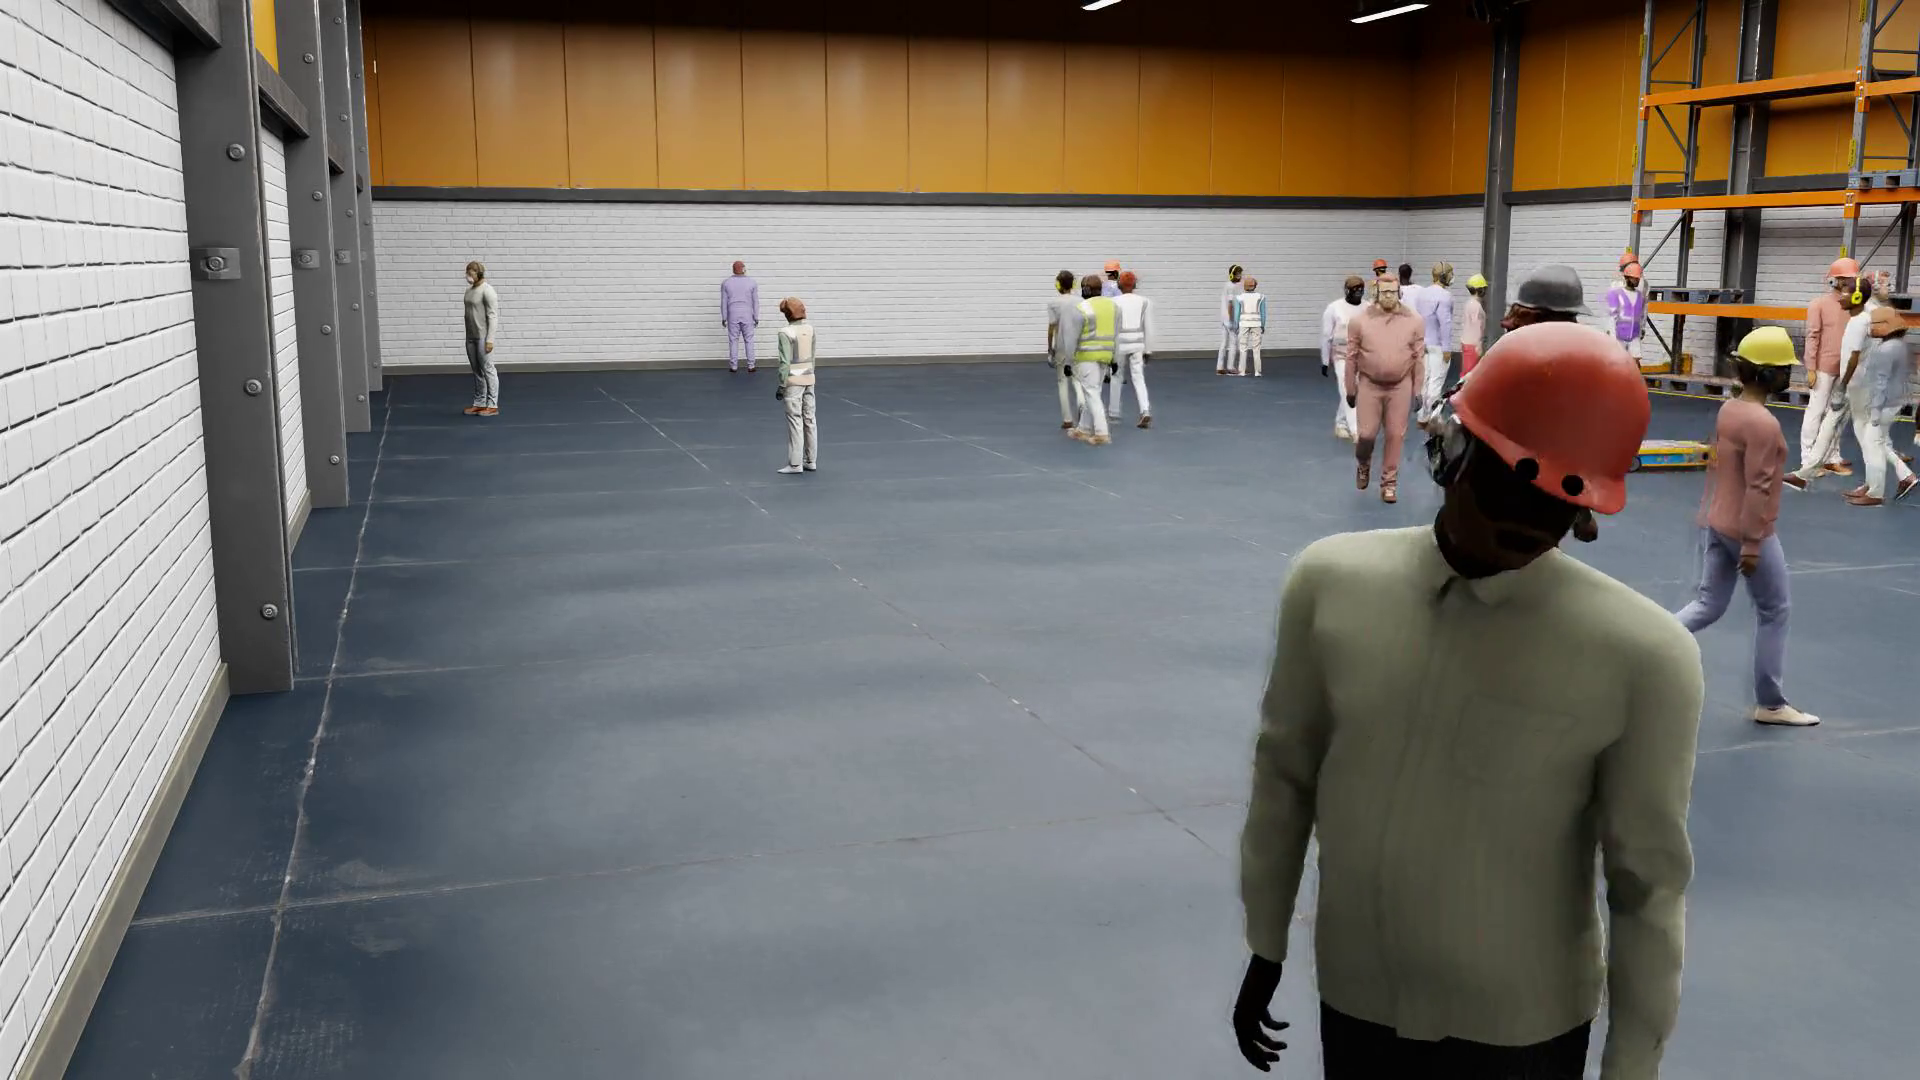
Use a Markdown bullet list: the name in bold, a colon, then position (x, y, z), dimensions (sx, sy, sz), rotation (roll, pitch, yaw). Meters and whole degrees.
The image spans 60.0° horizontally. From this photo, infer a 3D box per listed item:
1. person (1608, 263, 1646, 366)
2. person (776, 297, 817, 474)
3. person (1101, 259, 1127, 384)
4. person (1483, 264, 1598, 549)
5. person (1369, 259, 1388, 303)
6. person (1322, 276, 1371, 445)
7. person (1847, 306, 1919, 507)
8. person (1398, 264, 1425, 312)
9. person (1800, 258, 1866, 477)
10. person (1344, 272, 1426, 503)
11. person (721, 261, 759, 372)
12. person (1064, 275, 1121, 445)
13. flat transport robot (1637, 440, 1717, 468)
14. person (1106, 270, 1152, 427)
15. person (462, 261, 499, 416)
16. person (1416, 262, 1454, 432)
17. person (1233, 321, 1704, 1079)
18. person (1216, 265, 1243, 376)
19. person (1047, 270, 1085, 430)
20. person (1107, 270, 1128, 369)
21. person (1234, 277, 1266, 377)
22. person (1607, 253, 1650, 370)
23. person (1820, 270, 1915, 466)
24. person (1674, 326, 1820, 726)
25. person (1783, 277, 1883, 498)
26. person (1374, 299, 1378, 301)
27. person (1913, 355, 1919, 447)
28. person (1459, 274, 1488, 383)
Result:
- **person**: position (8.893, -2.752, 22.289), dimensions (0.544, 1.914, 0.870), rotation (-1, 10, -8)
- **person**: position (-1.511, -1.427, 15.408), dimensions (0.310, 1.639, 0.514), rotation (6, 11, 30)
- **person**: position (2.374, -3.402, 25.964), dimensions (0.349, 1.942, 0.545), rotation (-7, 12, -37)
- **person**: position (2.509, -0.201, 7.146), dimensions (1.003, 2.000, 0.693), rotation (2, 10, 10)
- **person**: position (7.631, -4.138, 30.258), dimensions (0.542, 1.931, 0.366), rotation (-4, 11, -21)
- **person**: position (4.261, -1.957, 18.046), dimensions (0.639, 1.797, 0.945), rotation (-2, 10, -13)
- **person**: position (7.454, -1.060, 13.337), dimensions (0.422, 1.615, 0.533), rotation (7, 12, 35)
- **person**: position (6.599, -3.145, 24.690), dimensions (0.589, 1.869, 1.012), rotation (1, 10, 3)
- **person**: position (8.015, -1.577, 15.243), dimensions (0.609, 1.995, 0.378), rotation (-3, 10, -17)
- **person**: position (3.507, -1.263, 13.748), dimensions (0.641, 1.885, 0.550), rotation (1, 10, 8)
- **person**: position (-3.770, -3.824, 28.522), dimensions (0.644, 1.904, 0.399), rotation (-1, 10, -6)
- **person**: position (1.385, -1.928, 17.849), dimensions (0.649, 1.811, 0.796), rotation (-8, 13, -39)
- **flat transport robot**: position (6.535, -0.816, 15.823), dimensions (1.431, 0.197, 0.652), rotation (-1, 10, -8)
- **person**: position (2.003, -2.249, 19.583), dimensions (0.589, 1.851, 0.949), rotation (-3, 10, -17)
- **person**: position (-6.037, -2.527, 20.911), dimensions (0.628, 1.940, 0.373), rotation (9, 13, 43)
- **person**: position (5.467, -2.211, 19.076), dimensions (0.355, 1.938, 0.637), rotation (-1, 10, -9)
- **person**: position (0.708, 0.668, 2.416), dimensions (0.644, 1.959, 0.379), rotation (9, 13, 41)
- **person**: position (4.509, -3.670, 27.818), dimensions (0.391, 1.845, 0.573), rotation (0, 10, 1)
- **person**: position (1.258, -2.166, 19.078), dimensions (0.545, 1.847, 0.526), rotation (-2, 10, -13)
- **person**: position (2.704, -3.898, 29.158), dimensions (0.601, 1.827, 0.403), rotation (5, 11, 28)
- **person**: position (4.779, -3.500, 27.410), dimensions (0.513, 1.638, 0.313), rotation (1, 10, 8)
- **person**: position (9.413, -3.030, 23.524), dimensions (0.614, 2.039, 0.394), rotation (-3, 10, -14)
- **person**: position (8.726, -1.619, 15.863), dimensions (0.931, 1.866, 0.657), rotation (6, 11, 30)
- **person**: position (3.304, -0.054, 7.158), dimensions (0.811, 1.735, 0.525), rotation (1, 10, 3)
- **person**: position (7.323, -1.265, 13.903), dimensions (0.913, 1.830, 0.554), rotation (4, 11, 23)
- **person**: position (5.341, -2.384, 20.991), dimensions (0.534, 1.612, 0.586), rotation (0, 10, 2)
- **person**: position (10.280, -1.823, 17.528), dimensions (0.322, 1.697, 0.535), rotation (4, 11, 24)
- **person**: position (6.469, -2.448, 20.941), dimensions (0.301, 1.772, 0.527), rotation (0, 10, 2)
